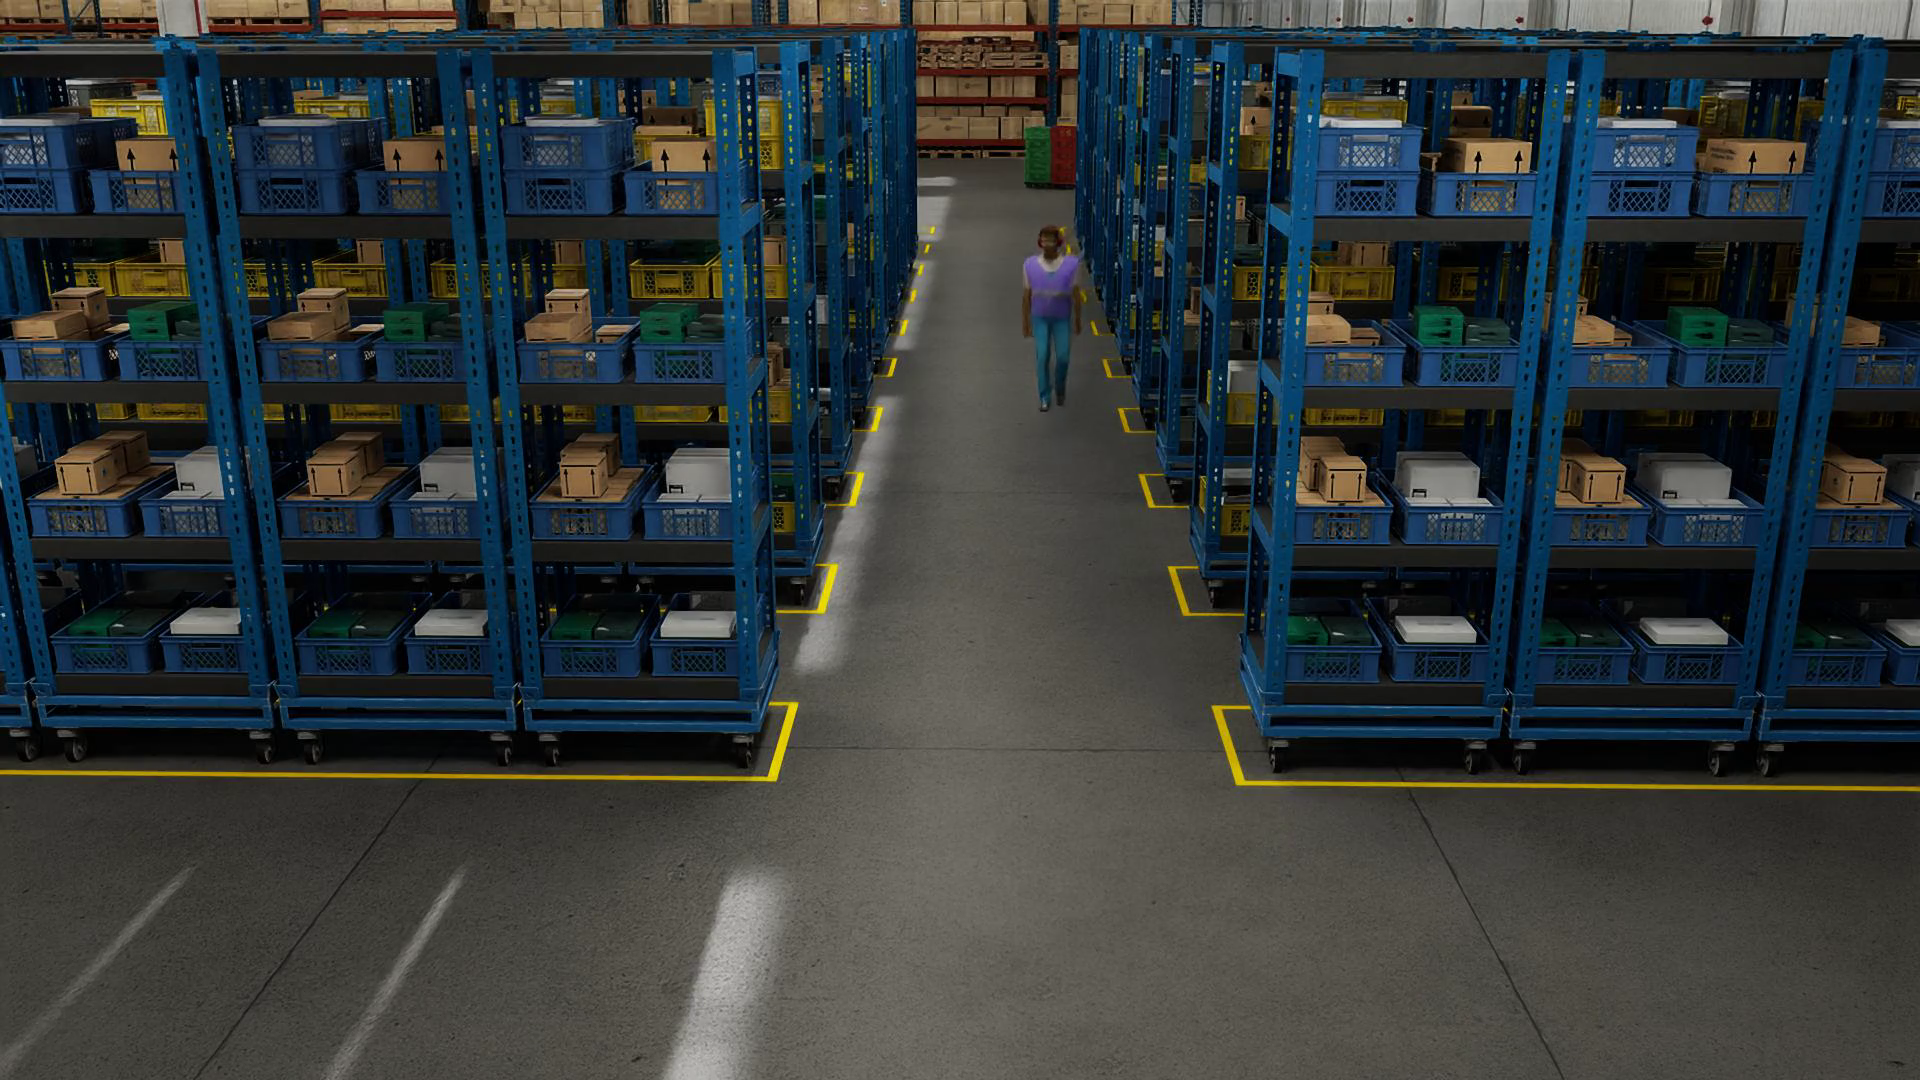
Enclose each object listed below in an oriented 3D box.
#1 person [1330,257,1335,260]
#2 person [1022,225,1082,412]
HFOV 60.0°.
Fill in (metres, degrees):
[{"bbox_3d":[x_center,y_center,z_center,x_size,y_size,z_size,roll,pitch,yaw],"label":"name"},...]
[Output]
[{"bbox_3d":[4.083,-2.547,17.217,0.624,1.990,0.401,3,18,10],"label":"person"},{"bbox_3d":[0.893,-2.156,16.242,0.595,1.822,0.458,2,17,5],"label":"person"}]
